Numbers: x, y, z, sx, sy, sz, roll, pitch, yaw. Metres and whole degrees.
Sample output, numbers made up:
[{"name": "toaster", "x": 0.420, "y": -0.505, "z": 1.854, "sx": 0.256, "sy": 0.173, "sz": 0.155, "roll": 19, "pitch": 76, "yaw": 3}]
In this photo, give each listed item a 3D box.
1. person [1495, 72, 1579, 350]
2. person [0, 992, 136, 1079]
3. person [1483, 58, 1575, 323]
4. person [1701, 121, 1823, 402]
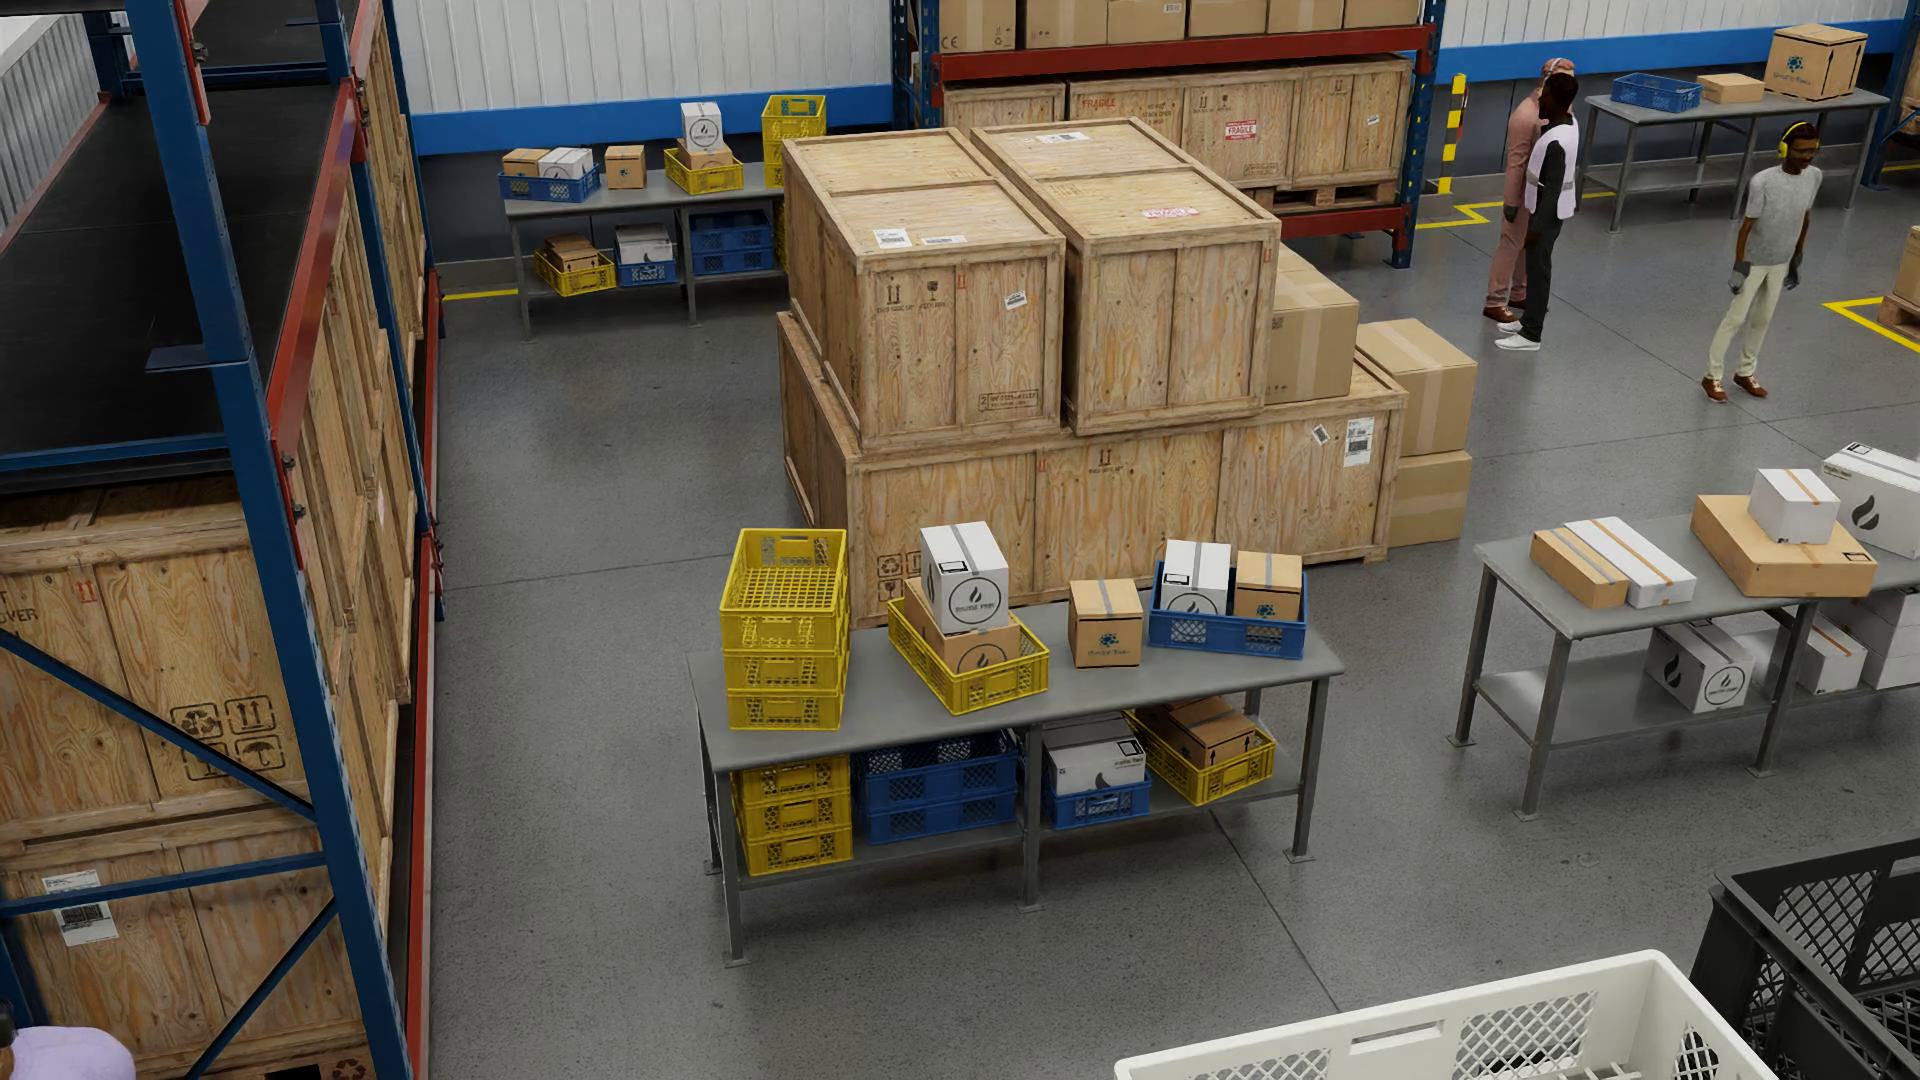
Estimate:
[{"name": "person", "x": 4.036, "y": -2.254, "z": 11.483, "sx": 0.391, "sy": 1.920, "sz": 0.587, "roll": 10, "pitch": 31, "yaw": 18}, {"name": "person", "x": -2.252, "y": 1.801, "z": 4.113, "sx": 0.626, "sy": 1.933, "sz": 0.368, "roll": -17, "pitch": 33, "yaw": -28}, {"name": "person", "x": 4.138, "y": -2.500, "z": 11.952, "sx": 0.644, "sy": 1.899, "sz": 0.401, "roll": -22, "pitch": 36, "yaw": -34}, {"name": "person", "x": 5.190, "y": -1.779, "z": 10.691, "sx": 0.514, "sy": 1.861, "sz": 0.361, "roll": -6, "pitch": 30, "yaw": -11}]
